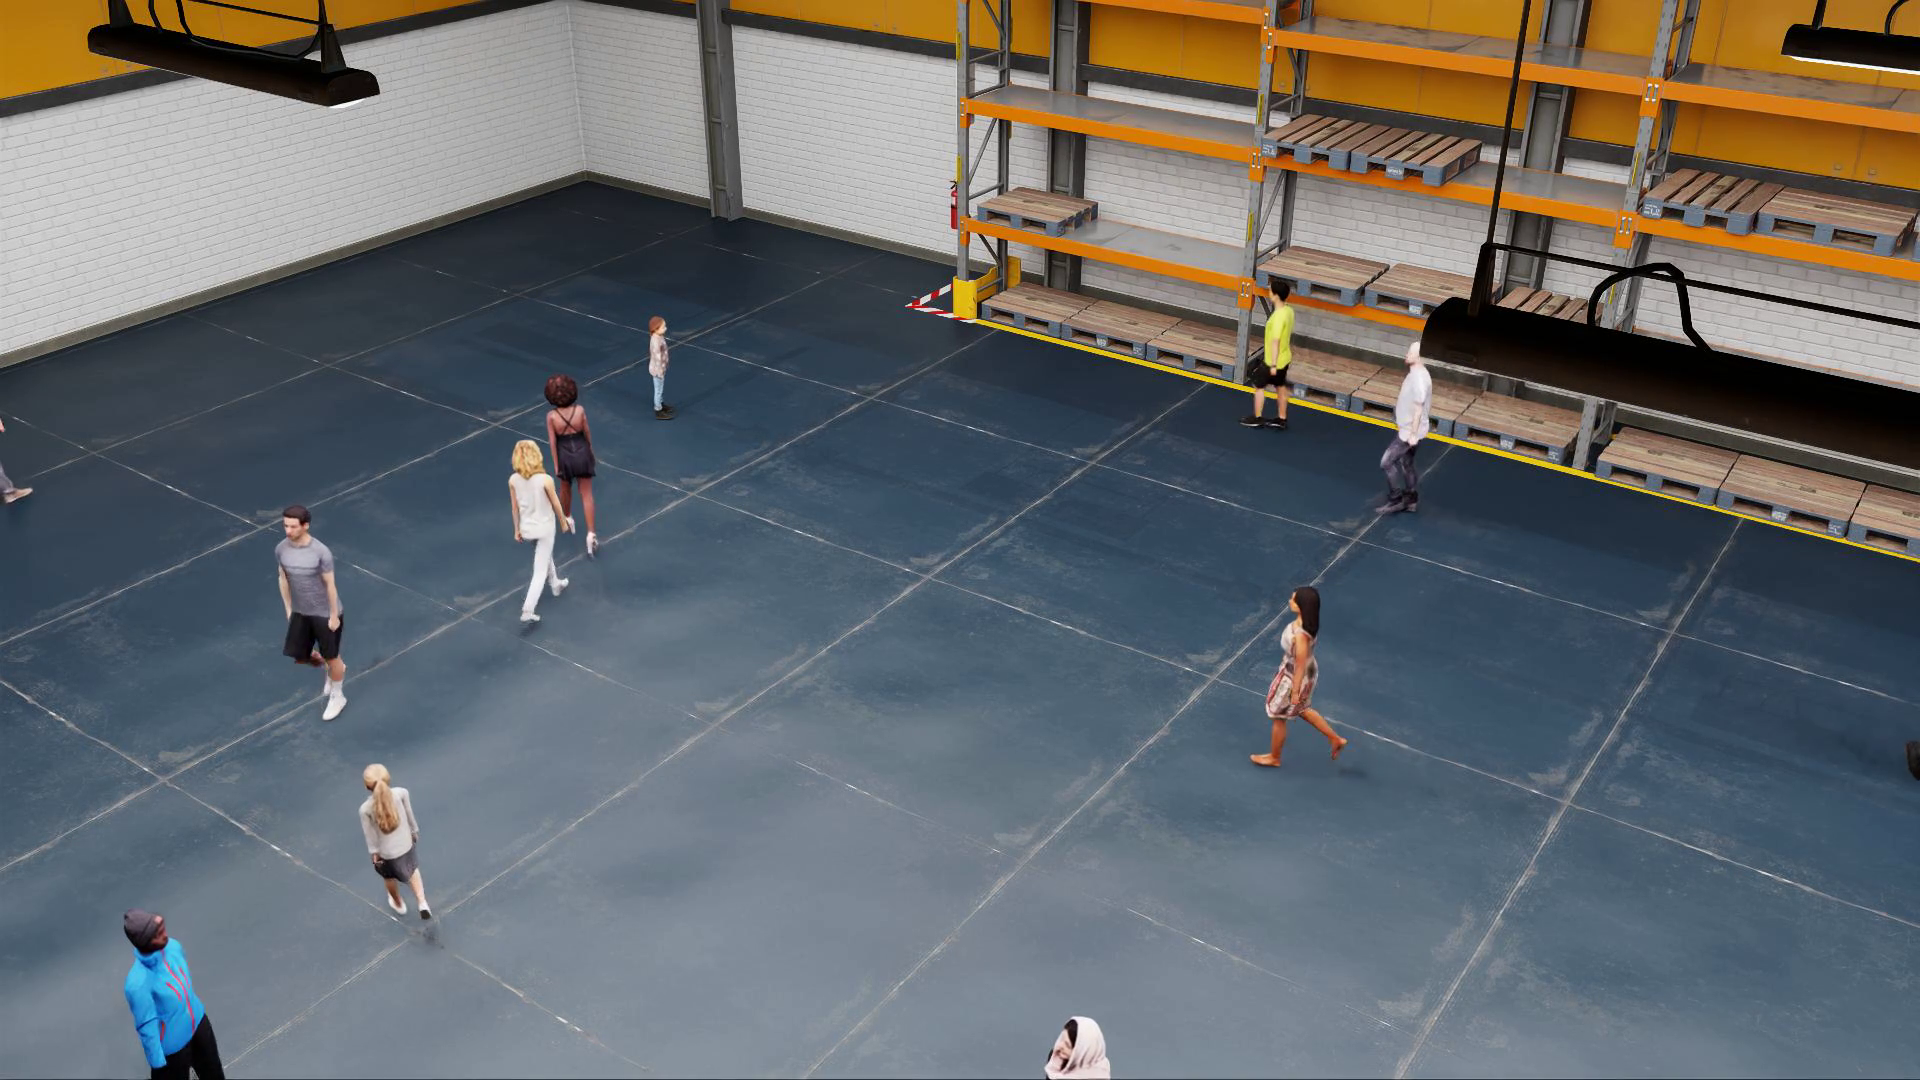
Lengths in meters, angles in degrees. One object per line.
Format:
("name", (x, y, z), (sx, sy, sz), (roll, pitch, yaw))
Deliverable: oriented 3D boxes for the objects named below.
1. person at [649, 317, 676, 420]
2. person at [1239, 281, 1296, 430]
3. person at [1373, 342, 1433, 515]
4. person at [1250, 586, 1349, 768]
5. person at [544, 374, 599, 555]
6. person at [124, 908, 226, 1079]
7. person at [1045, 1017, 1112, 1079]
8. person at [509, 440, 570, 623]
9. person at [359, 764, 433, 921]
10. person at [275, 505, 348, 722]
("person", (-3.373, -1.941, 18.604), (0.594, 1.193, 0.546), (-2, 29, -3))
("person", (3.535, -1.985, 18.167), (0.768, 1.690, 0.686), (15, 32, 25))
("person", (4.515, -1.067, 16.353), (0.793, 1.816, 0.782), (6, 29, 11))
("person", (2.641, 1.069, 12.635), (1.012, 1.627, 0.781), (9, 30, 17))
("person", (-3.626, -0.699, 15.741), (0.905, 1.756, 1.022), (-9, 30, -16))
("person", (-4.477, 2.785, 9.333), (1.140, 1.775, 0.936), (3, 29, 5))
("person", (0.614, 3.143, 8.820), (0.808, 1.638, 0.722), (-11, 30, -19))
("person", (-3.766, -0.048, 14.677), (1.093, 1.632, 0.839), (10, 30, 18))
("person", (-3.791, 2.060, 11.197), (0.647, 1.264, 0.786), (-18, 34, -30))
("person", (-5.125, 0.522, 13.394), (0.850, 1.860, 0.883), (6, 29, 11))
